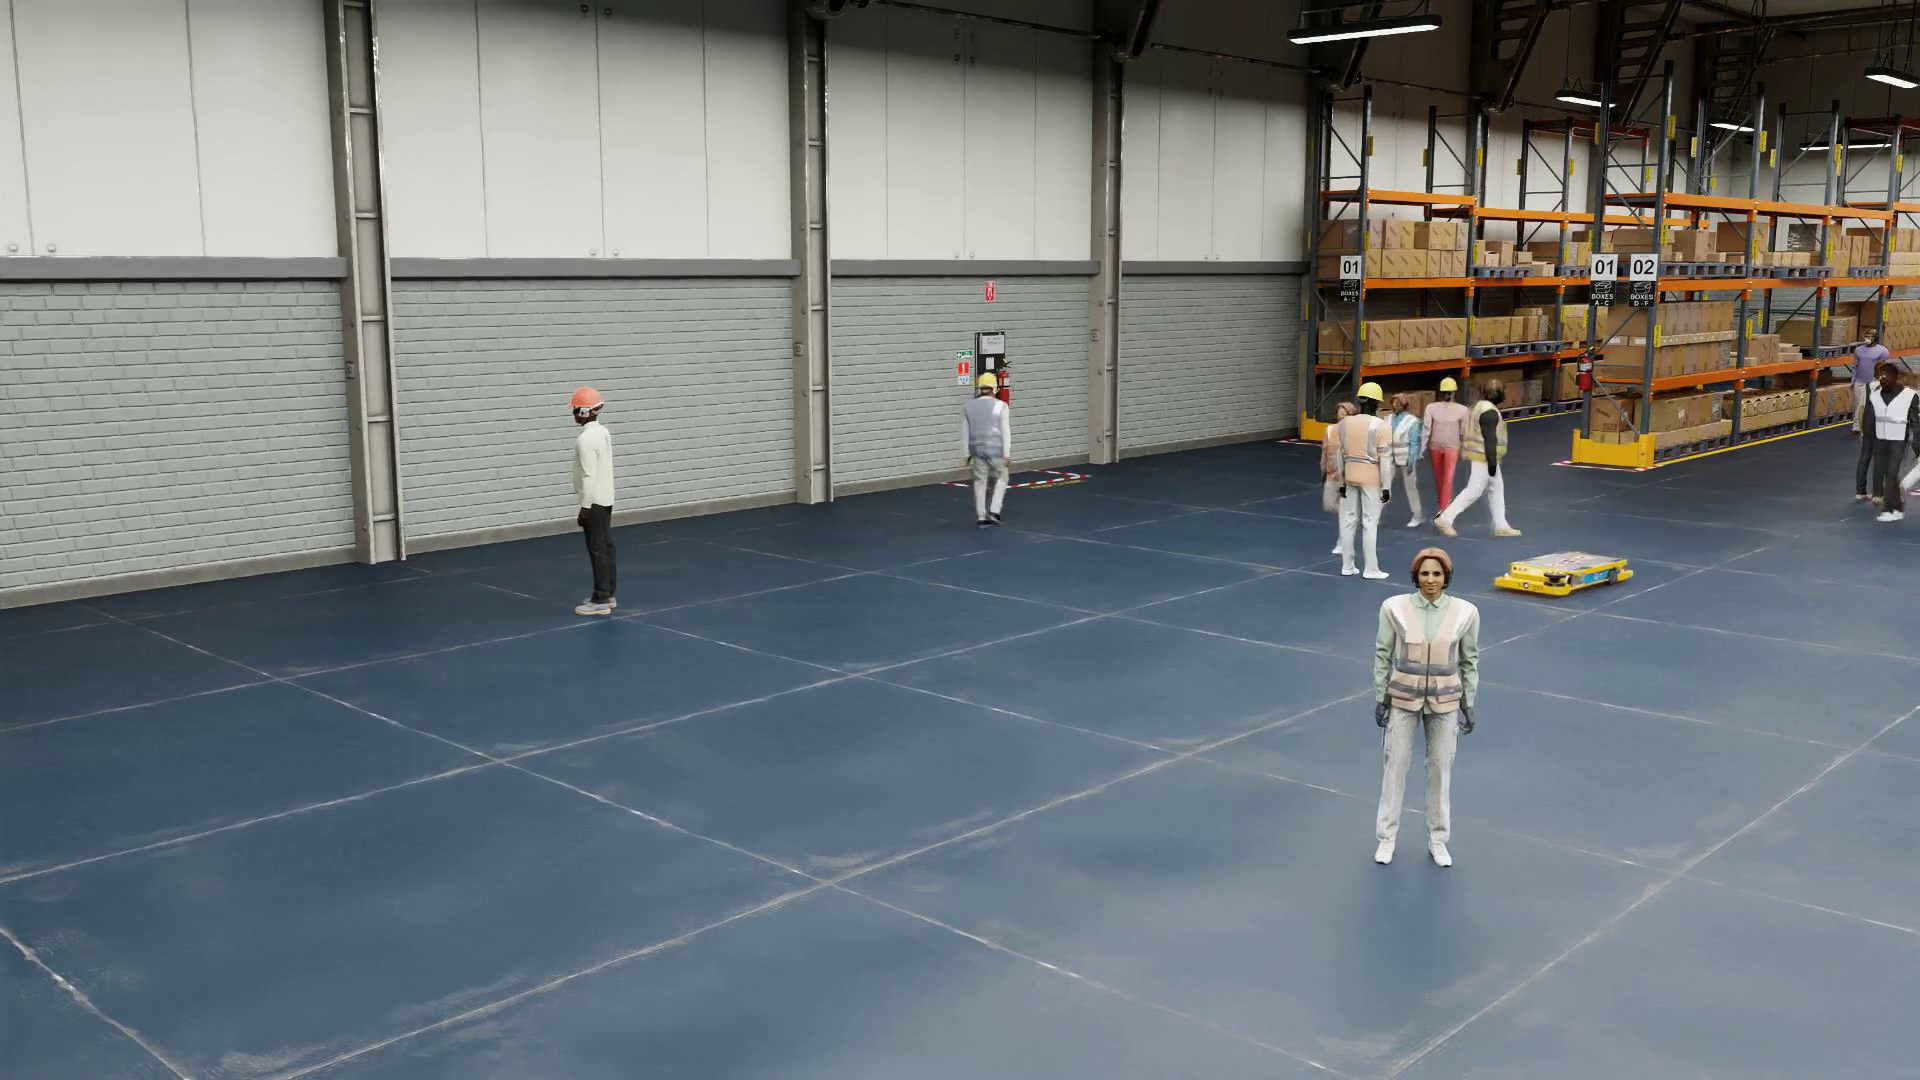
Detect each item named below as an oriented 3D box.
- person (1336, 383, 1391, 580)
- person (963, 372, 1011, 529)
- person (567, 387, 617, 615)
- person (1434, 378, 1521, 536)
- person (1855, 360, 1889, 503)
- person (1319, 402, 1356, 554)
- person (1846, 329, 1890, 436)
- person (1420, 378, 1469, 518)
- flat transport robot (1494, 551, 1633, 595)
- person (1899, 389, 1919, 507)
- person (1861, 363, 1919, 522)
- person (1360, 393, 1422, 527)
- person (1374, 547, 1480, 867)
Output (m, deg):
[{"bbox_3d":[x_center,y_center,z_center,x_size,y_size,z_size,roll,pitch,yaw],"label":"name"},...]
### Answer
[{"bbox_3d":[3.948,-0.574,16.228,0.380,1.917,0.586,-8,12,-41],"label":"person"},{"bbox_3d":[0.329,-1.041,19.375,0.616,1.813,0.485,4,10,25],"label":"person"},{"bbox_3d":[-3.224,-0.343,14.582,0.392,1.995,0.612,1,9,4],"label":"person"},{"bbox_3d":[5.845,-0.921,18.708,0.927,1.809,0.637,2,10,12],"label":"person"},{"bbox_3d":[11.835,-1.395,21.462,0.346,1.843,0.506,-4,10,-22],"label":"person"},{"bbox_3d":[4.107,-0.674,17.720,0.503,1.619,0.531,-8,13,-42],"label":"person"},{"bbox_3d":[16.225,-2.799,29.728,0.373,1.940,0.628,-6,11,-33],"label":"person"},{"bbox_3d":[5.808,-1.085,19.956,0.521,1.717,0.920,5,11,27],"label":"person"},{"bbox_3d":[5.783,0.303,15.887,1.431,0.197,0.652,-8,12,-41],"label":"flat transport robot"},{"bbox_3d":[12.025,-1.241,20.612,0.651,1.826,0.630,-3,10,-16],"label":"person"},{"bbox_3d":[11.075,-1.158,19.882,0.810,1.880,0.624,-5,11,-28],"label":"person"},{"bbox_3d":[5.081,-0.909,19.278,0.873,1.582,0.536,-7,11,-36],"label":"person"},{"bbox_3d":[2.356,0.842,8.438,0.514,1.642,0.314,2,9,11],"label":"person"}]
